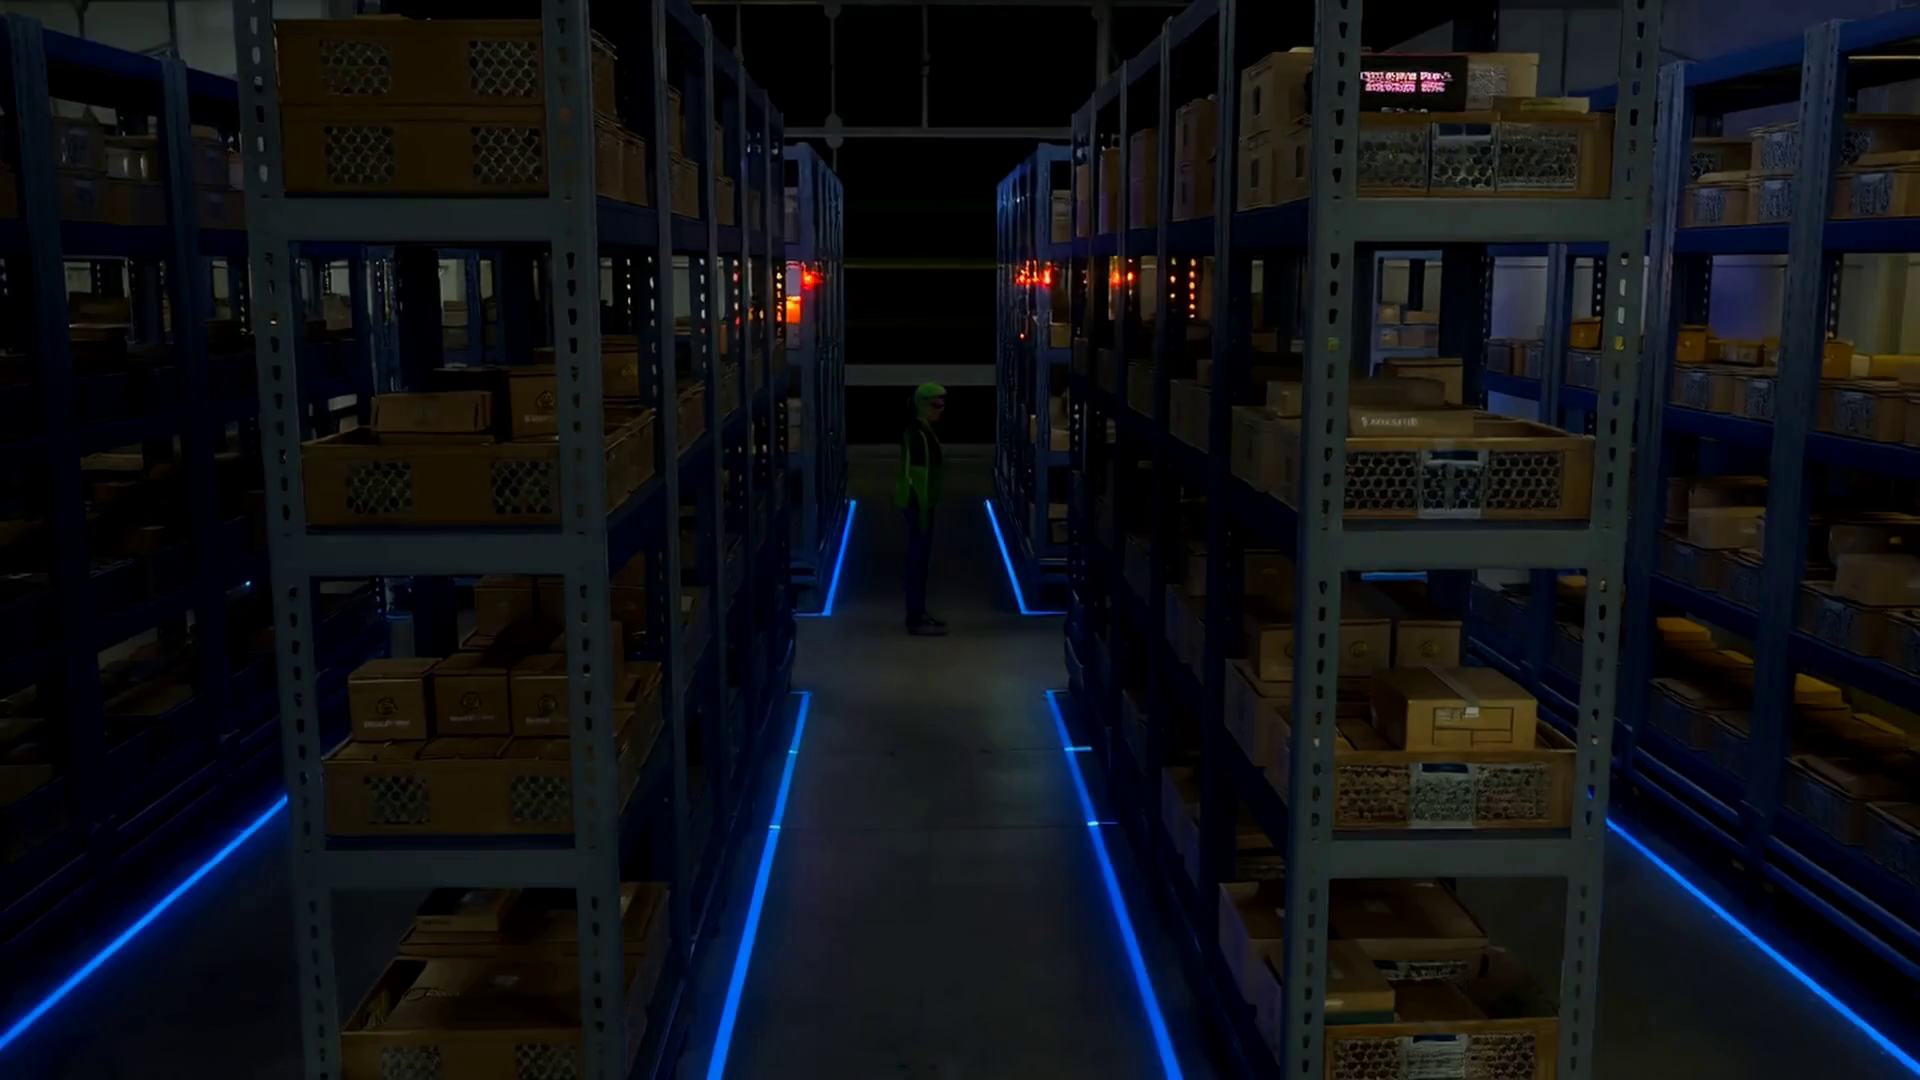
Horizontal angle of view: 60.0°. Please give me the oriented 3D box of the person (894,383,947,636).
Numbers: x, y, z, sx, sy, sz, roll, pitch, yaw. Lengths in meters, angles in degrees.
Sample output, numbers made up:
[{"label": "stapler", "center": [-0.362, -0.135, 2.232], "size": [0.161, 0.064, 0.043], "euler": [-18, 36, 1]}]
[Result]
[{"label": "person", "center": [-0.286, -0.226, 12.186], "size": [0.389, 1.837, 0.563], "euler": [0, 9, 1]}]
